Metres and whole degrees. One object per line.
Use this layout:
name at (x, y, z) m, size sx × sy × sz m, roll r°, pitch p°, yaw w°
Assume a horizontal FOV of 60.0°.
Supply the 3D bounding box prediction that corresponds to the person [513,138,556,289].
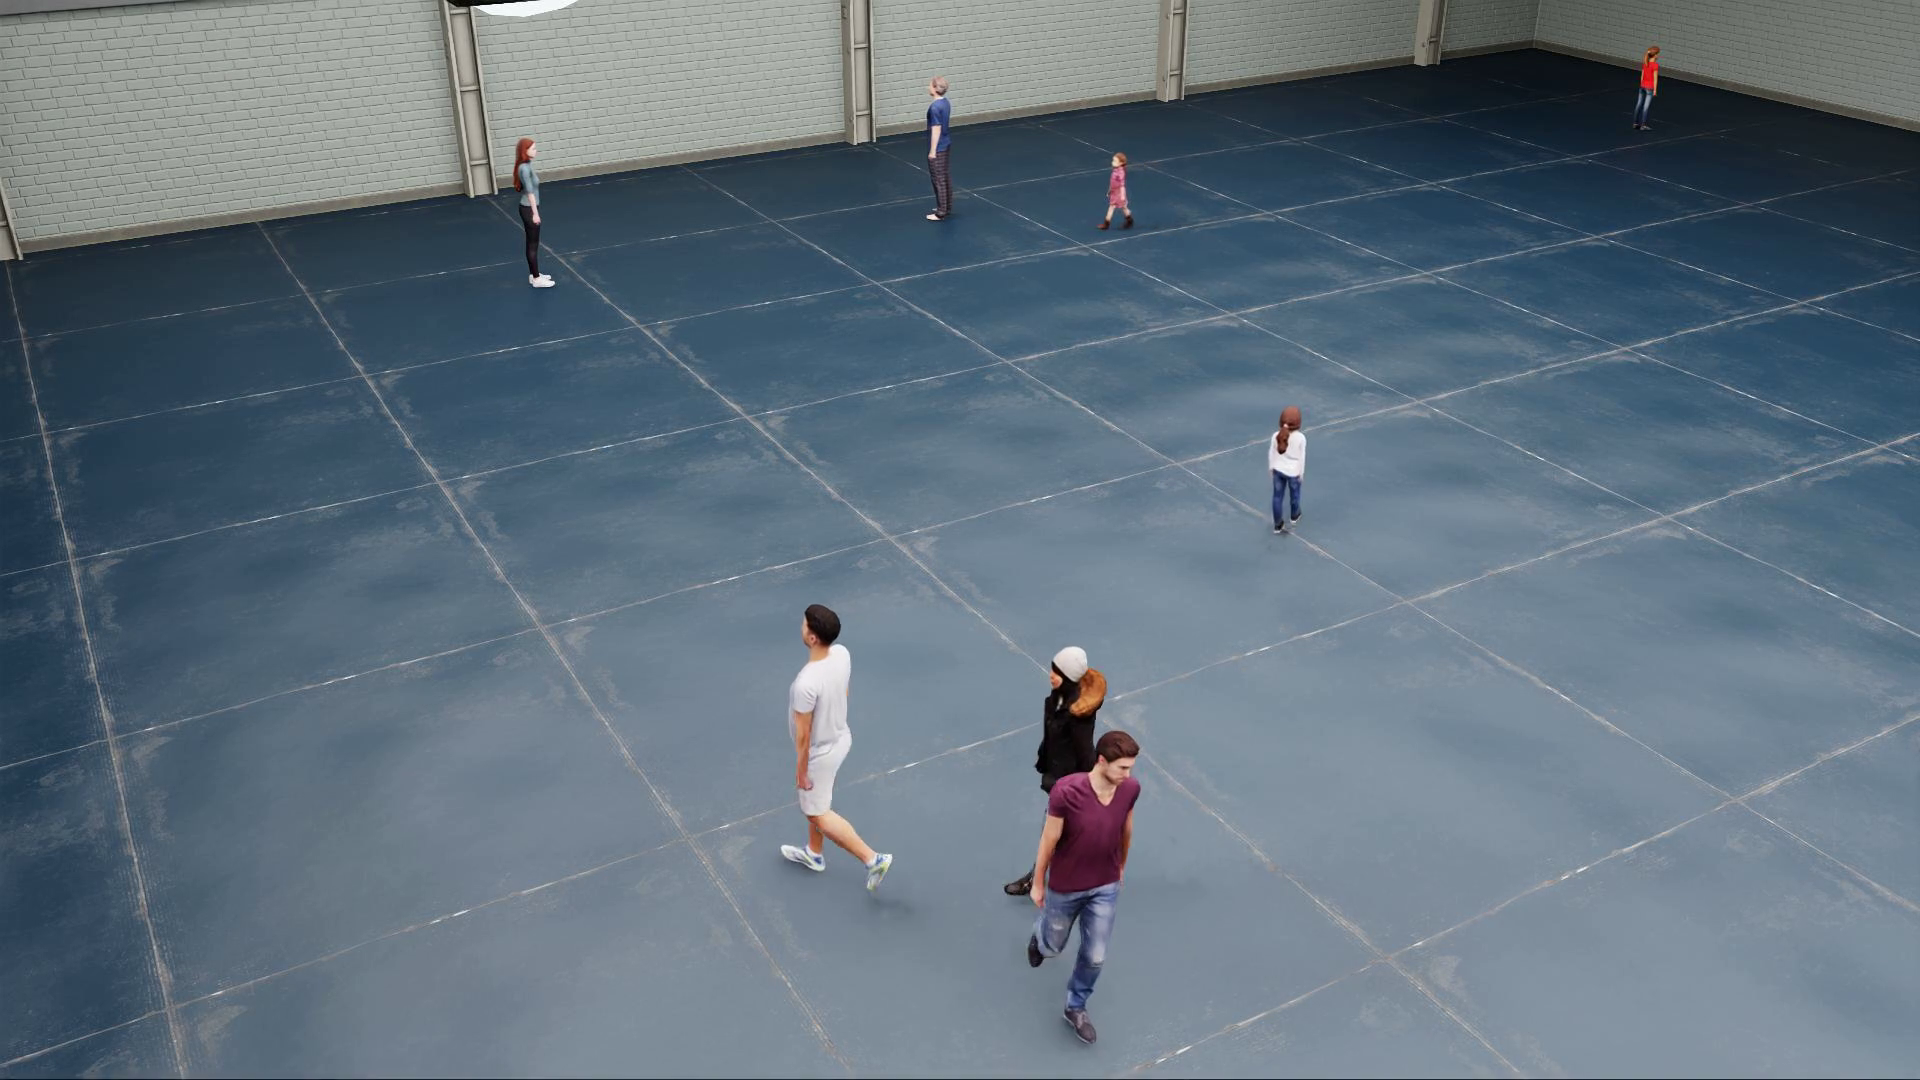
person at (-5.039, -3.842, 19.514) m, size 0.592 × 1.745 × 0.611 m, roll -9°, pitch 29°, yaw -17°

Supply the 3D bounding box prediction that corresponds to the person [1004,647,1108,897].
person at (0.710, 1.335, 9.603) m, size 0.942 × 1.614 × 0.805 m, roll -5°, pitch 28°, yaw -9°

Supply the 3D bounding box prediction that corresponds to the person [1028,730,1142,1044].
person at (0.612, 1.715, 8.650) m, size 0.992 × 1.812 × 0.958 m, roll -4°, pitch 28°, yaw -9°

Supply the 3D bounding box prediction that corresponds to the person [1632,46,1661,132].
person at (10.963, -7.212, 26.533) m, size 0.525 × 1.311 × 0.511 m, roll -11°, pitch 29°, yaw -20°

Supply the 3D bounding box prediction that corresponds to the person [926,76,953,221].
person at (-0.271, -5.190, 21.994) m, size 0.800 × 1.871 × 0.720 m, roll 9°, pitch 29°, yaw 17°

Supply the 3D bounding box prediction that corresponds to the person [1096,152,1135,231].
person at (2.106, -4.538, 21.672) m, size 0.789 × 1.006 × 0.579 m, roll -5°, pitch 28°, yaw -10°

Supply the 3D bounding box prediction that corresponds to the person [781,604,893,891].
person at (-0.722, 1.223, 9.578) m, size 1.089 × 1.837 × 1.119 m, roll 13°, pitch 30°, yaw 24°

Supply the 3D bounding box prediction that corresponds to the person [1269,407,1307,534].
person at (2.719, -0.577, 13.877) m, size 0.646 × 1.101 × 0.727 m, roll 11°, pitch 29°, yaw 21°
